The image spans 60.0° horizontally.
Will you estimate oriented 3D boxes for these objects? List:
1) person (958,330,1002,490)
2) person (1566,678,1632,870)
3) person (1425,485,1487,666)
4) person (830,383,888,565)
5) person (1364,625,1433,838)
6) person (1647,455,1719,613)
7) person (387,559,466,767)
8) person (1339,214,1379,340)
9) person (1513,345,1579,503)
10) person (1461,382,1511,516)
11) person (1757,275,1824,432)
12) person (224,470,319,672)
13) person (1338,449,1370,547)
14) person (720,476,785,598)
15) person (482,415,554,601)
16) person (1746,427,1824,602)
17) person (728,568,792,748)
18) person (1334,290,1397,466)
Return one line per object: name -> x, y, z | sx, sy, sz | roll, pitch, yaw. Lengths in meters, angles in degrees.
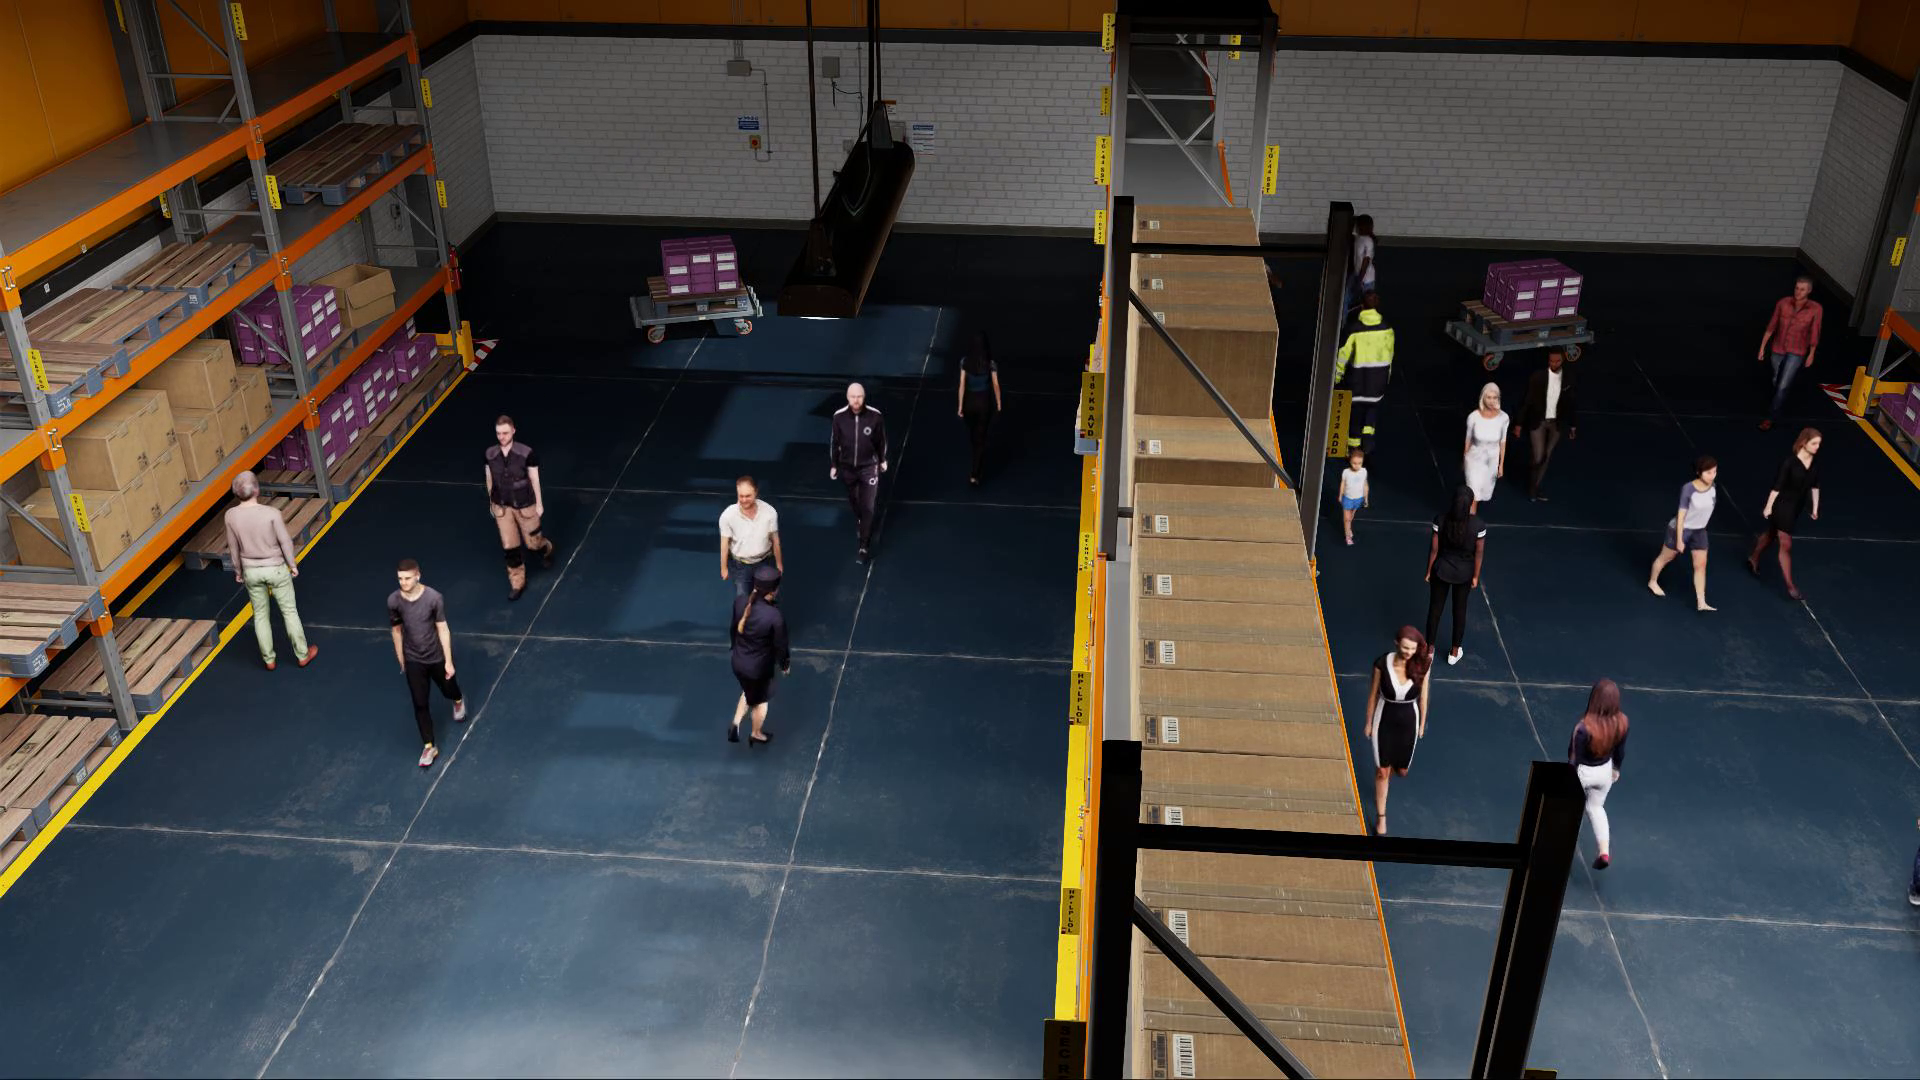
person -> 0.180, -1.341, 17.626 | 0.665, 1.691, 1.104 | 5, 29, 10
person -> 4.599, 1.736, 12.088 | 0.766, 1.592, 0.972 | -6, 29, -11
person -> 4.320, 0.297, 14.584 | 0.660, 1.728, 0.645 | 9, 30, 15
person -> -0.988, -0.727, 16.411 | 0.691, 1.775, 1.210 | 3, 29, 5
person -> 3.274, 1.380, 12.540 | 0.606, 1.784, 0.883 | 3, 29, 6
person -> 6.751, -0.117, 15.556 | 0.835, 1.524, 1.067 | -10, 30, -18
person -> -4.276, 0.906, 13.455 | 0.756, 1.740, 1.109 | -2, 29, -3
person -> 5.221, -3.335, 21.276 | 0.875, 1.695, 0.921 | -10, 30, -18
person -> 6.041, -1.230, 17.327 | 0.830, 1.782, 0.741 | -5, 29, -8
person -> 5.178, -0.783, 16.566 | 0.622, 1.726, 0.921 | 1, 29, 2
person -> 9.518, -2.171, 19.056 | 1.306, 1.778, 1.197 | -25, 37, -38
person -> -6.044, 0.278, 14.472 | 0.737, 1.869, 0.670 | -5, 29, -8
person -> 3.951, -0.468, 16.748 | 0.481, 0.999, 0.694 | -2, 29, -4
person -> -1.817, 0.183, 14.697 | 0.796, 1.820, 1.096 | -3, 29, -6
person -> -4.166, -0.371, 15.708 | 0.664, 1.824, 0.908 | 2, 29, 4
person -> 7.792, -0.322, 15.786 | 0.869, 1.663, 1.139 | -8, 30, -15
person -> -1.682, 1.021, 13.342 | 0.896, 1.646, 0.946 | 17, 33, 29
person -> 4.417, -1.711, 18.021 | 0.872, 1.962, 0.820 | -8, 30, -15
